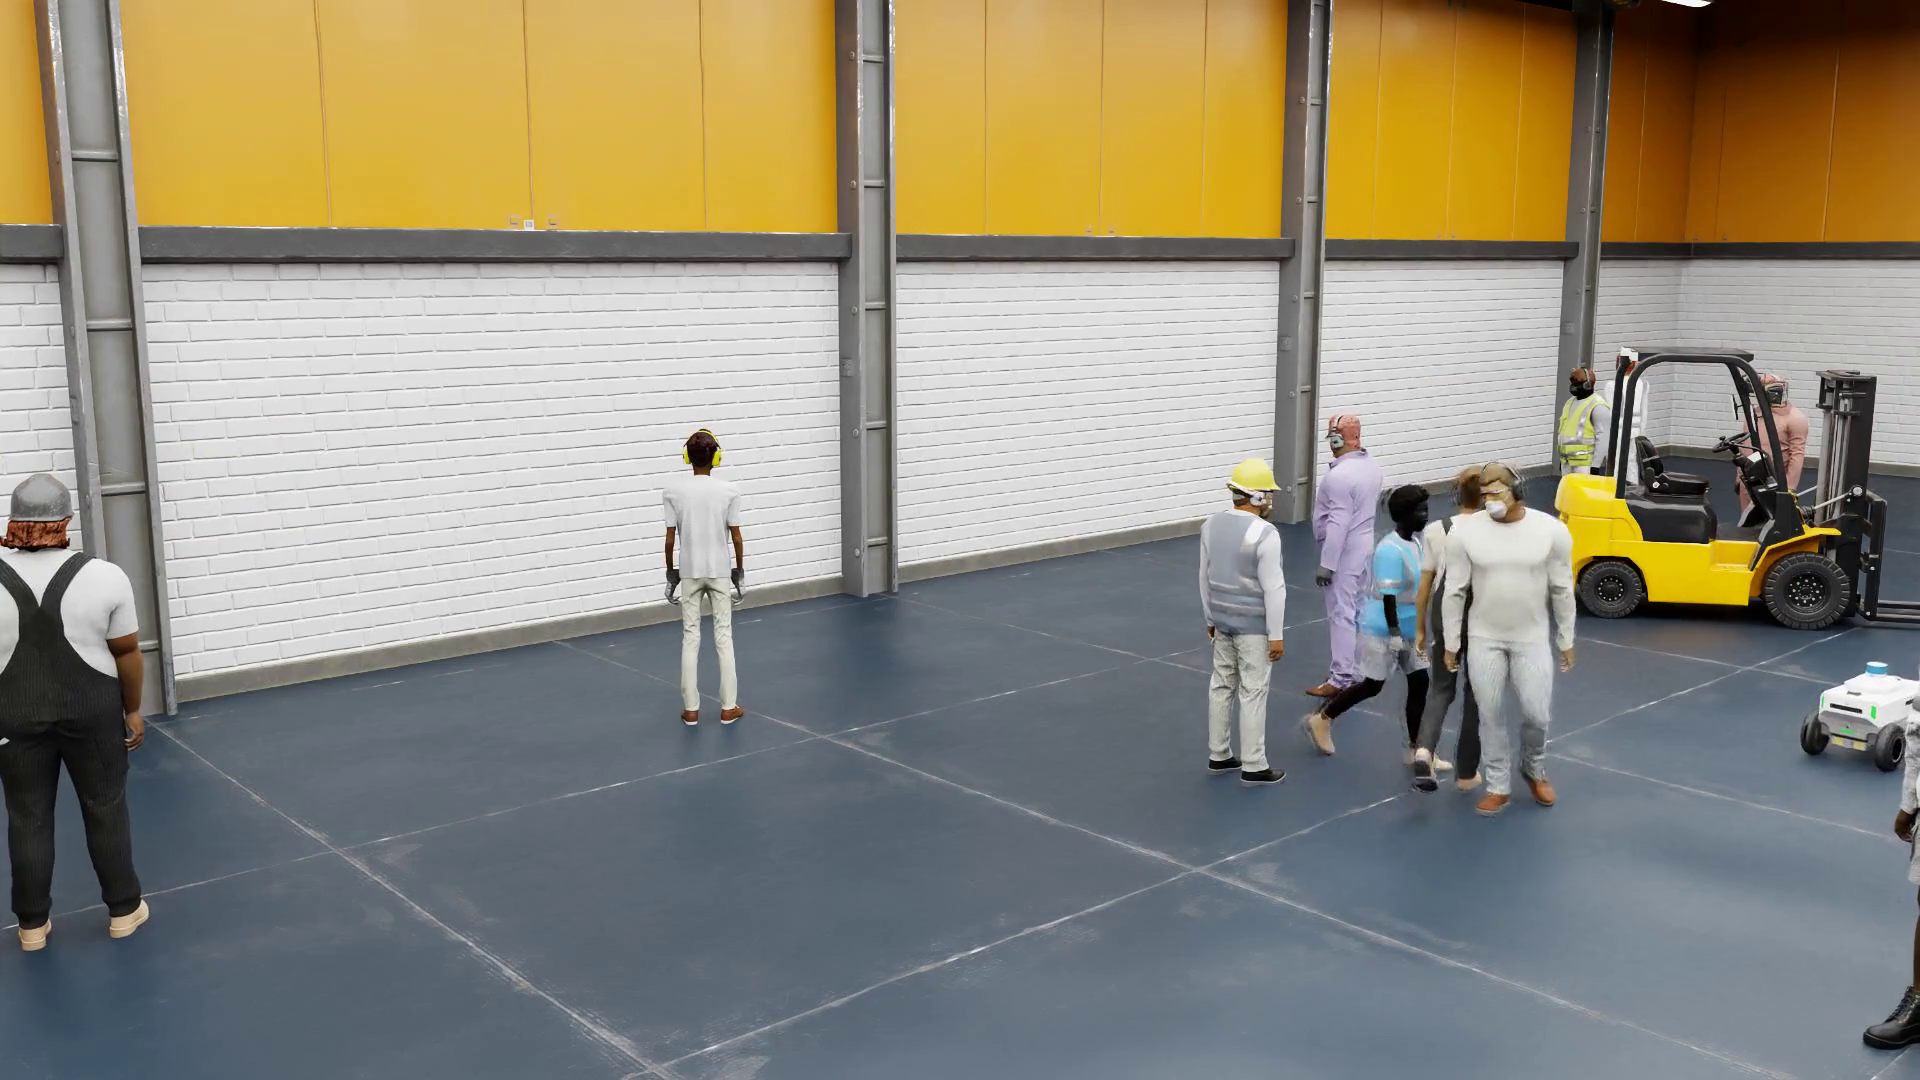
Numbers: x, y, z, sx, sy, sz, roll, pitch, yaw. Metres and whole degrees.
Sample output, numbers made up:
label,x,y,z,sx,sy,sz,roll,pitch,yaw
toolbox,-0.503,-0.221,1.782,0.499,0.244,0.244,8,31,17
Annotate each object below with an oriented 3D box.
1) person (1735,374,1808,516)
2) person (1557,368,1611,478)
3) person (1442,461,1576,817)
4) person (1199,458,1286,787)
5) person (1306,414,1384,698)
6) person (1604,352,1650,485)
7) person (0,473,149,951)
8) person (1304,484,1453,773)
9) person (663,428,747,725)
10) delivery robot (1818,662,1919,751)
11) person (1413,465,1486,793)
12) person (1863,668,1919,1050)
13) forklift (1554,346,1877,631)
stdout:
label,x,y,z,sx,sy,sz,roll,pitch,yaw
person,7.175,-0.527,14.836,0.408,1.903,0.638,-4,11,-23
person,6.132,-0.777,16.474,0.429,1.841,0.633,-2,10,-12
person,2.875,0.514,8.751,0.665,1.904,0.567,4,10,21
person,1.602,0.454,9.297,0.404,1.828,0.603,-6,12,-33
person,2.554,0.107,11.127,0.406,1.902,0.636,7,12,35
person,7.450,-1.179,18.700,0.582,1.882,0.337,-3,10,-17
person,-3.862,0.720,7.127,0.689,2.000,0.539,-4,10,-22
person,2.429,0.492,9.573,0.798,1.669,0.537,7,12,36
person,-1.602,0.238,10.464,0.524,1.866,0.325,-1,10,-4
delivery robot,5.371,0.962,9.780,0.707,0.478,0.477,-8,12,-37
person,2.697,0.513,8.975,0.508,1.823,0.635,6,12,33
person,3.607,0.975,5.951,0.384,1.931,0.545,-4,11,-23
forklift,6.109,-0.478,13.691,2.313,2.155,1.214,3,10,16
